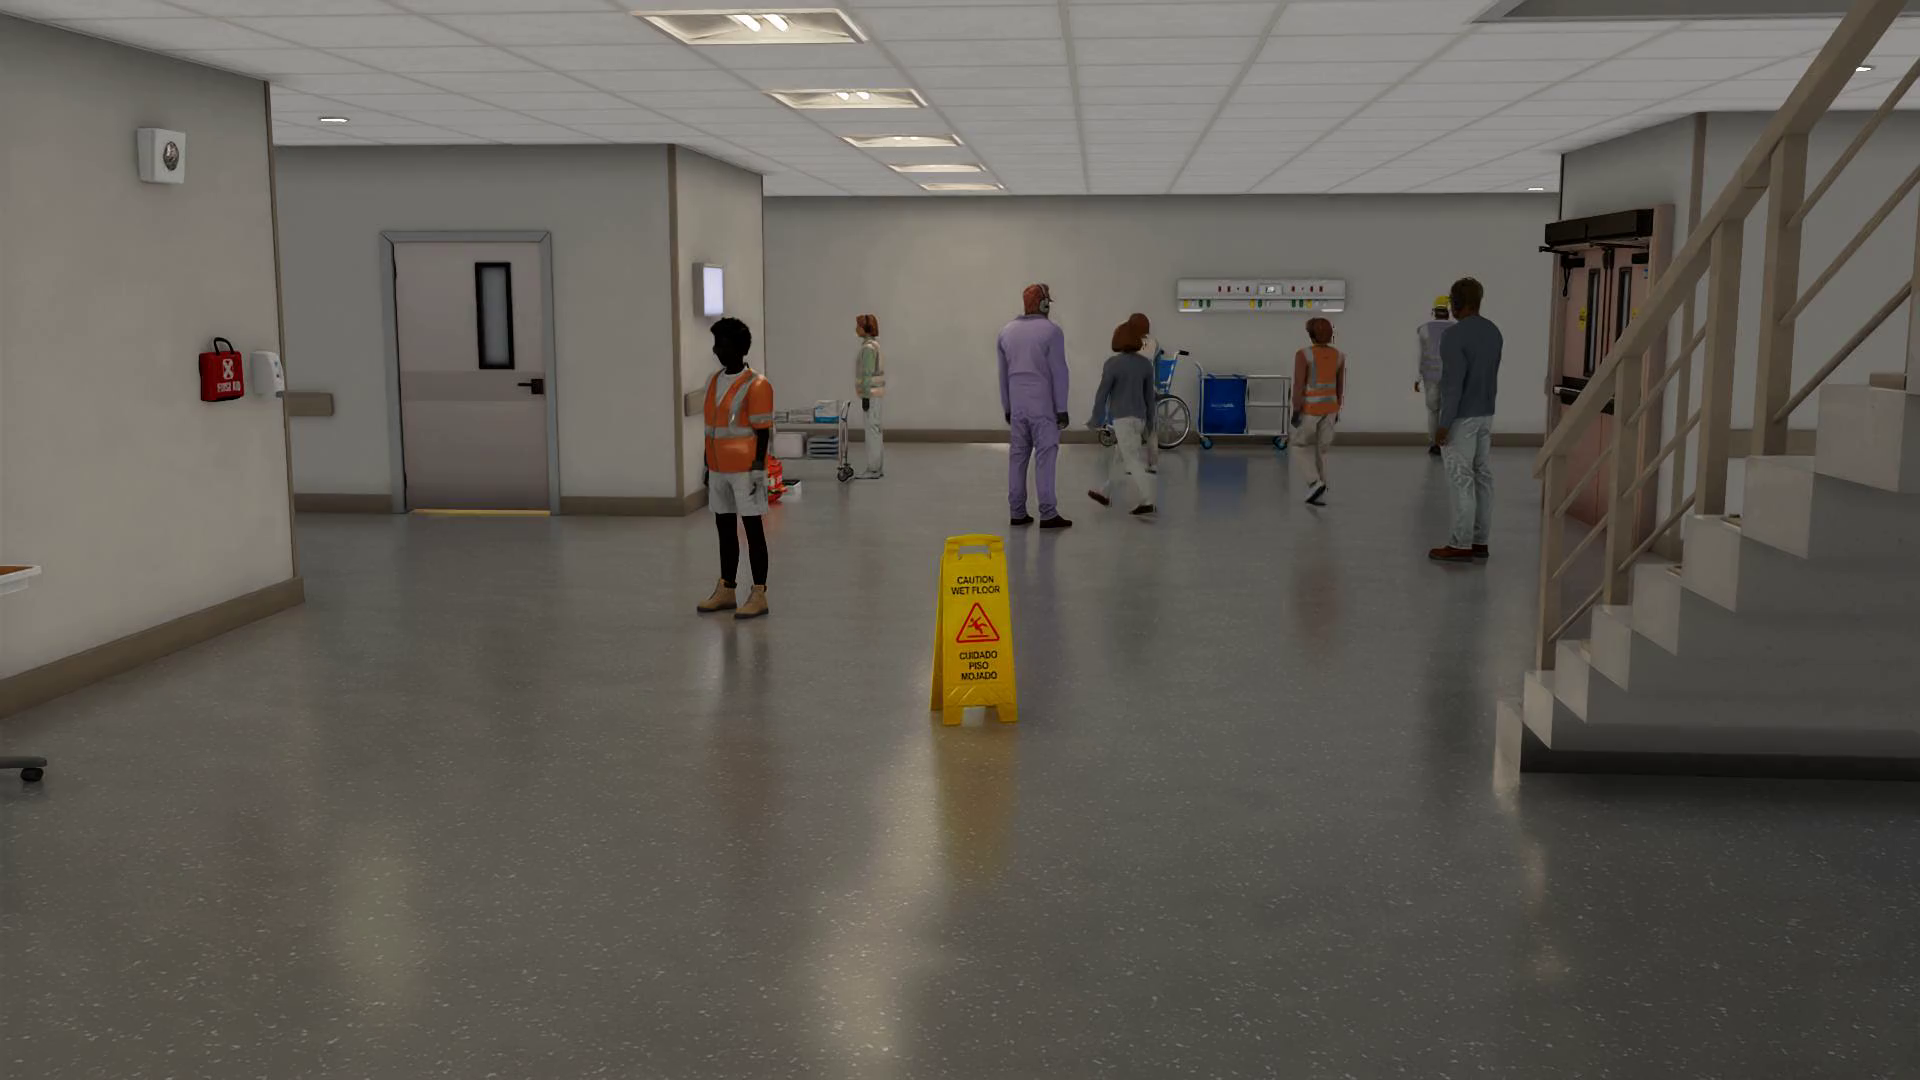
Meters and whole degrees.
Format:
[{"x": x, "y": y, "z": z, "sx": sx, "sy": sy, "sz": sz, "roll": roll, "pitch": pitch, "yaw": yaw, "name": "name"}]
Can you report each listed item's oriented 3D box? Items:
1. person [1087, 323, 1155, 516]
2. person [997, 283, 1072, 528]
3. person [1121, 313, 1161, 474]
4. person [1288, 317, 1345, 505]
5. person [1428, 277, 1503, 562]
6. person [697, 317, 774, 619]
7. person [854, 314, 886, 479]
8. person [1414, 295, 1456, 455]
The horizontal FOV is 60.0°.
[{"x": 1.353, "y": -1.007, "z": 13.849, "sx": 0.507, "sy": 1.581, "sz": 0.891, "roll": -7, "pitch": 11, "yaw": -39, "name": "person"}, {"x": 0.607, "y": -1.049, "z": 13.047, "sx": 0.636, "sy": 1.911, "sz": 0.404, "roll": 7, "pitch": 11, "yaw": 41, "name": "person"}, {"x": 1.826, "y": -1.482, "z": 16.903, "sx": 0.522, "sy": 1.636, "sz": 0.310, "roll": -6, "pitch": 10, "yaw": -34, "name": "person"}, {"x": 3.069, "y": -1.104, "z": 14.351, "sx": 0.537, "sy": 1.622, "sz": 0.369, "roll": -4, "pitch": 9, "yaw": -25, "name": "person"}, {"x": 3.452, "y": -0.816, "z": 11.360, "sx": 0.630, "sy": 1.938, "sz": 0.369, "roll": -8, "pitch": 11, "yaw": -42, "name": "person"}, {"x": -1.272, "y": -0.407, "z": 9.398, "sx": 0.532, "sy": 1.696, "sz": 0.318, "roll": 7, "pitch": 11, "yaw": 40, "name": "person"}, {"x": -0.891, "y": -1.414, "z": 16.471, "sx": 0.313, "sy": 1.632, "sz": 0.518, "roll": 0, "pitch": 8, "yaw": 3, "name": "person"}, {"x": 5.466, "y": -1.864, "z": 18.888, "sx": 0.607, "sy": 1.821, "sz": 0.513, "roll": 3, "pitch": 9, "yaw": 18, "name": "person"}]
